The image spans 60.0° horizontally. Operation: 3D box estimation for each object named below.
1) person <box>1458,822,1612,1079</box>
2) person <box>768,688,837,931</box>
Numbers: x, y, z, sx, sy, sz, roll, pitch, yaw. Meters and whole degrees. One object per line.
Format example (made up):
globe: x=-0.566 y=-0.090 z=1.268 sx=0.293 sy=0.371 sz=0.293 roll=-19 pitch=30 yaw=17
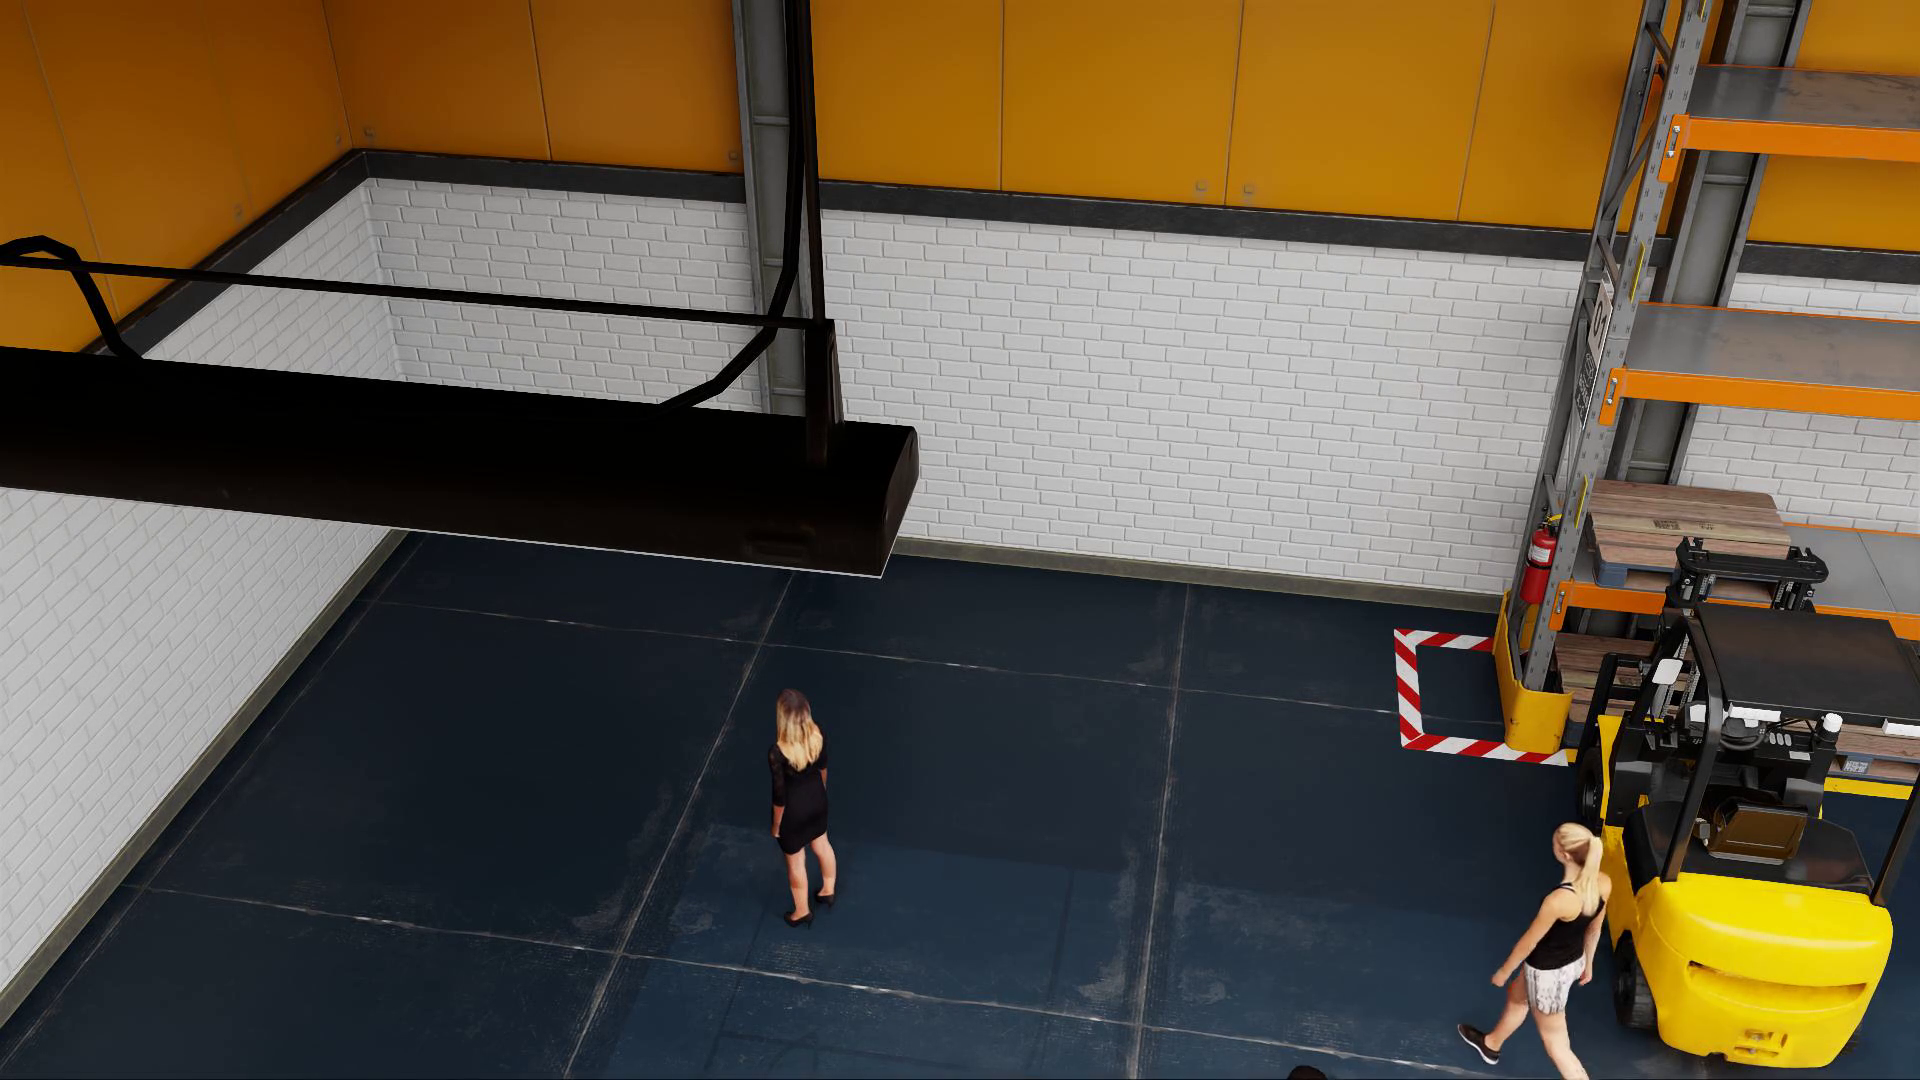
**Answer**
person: x=3.018 y=2.197 z=8.237 sx=1.160 sy=1.805 sz=1.226 roll=-22 pitch=39 yaw=-29
person: x=-0.897 y=1.520 z=9.374 sx=0.638 sy=1.675 sz=0.624 roll=27 pitch=42 yaw=35
